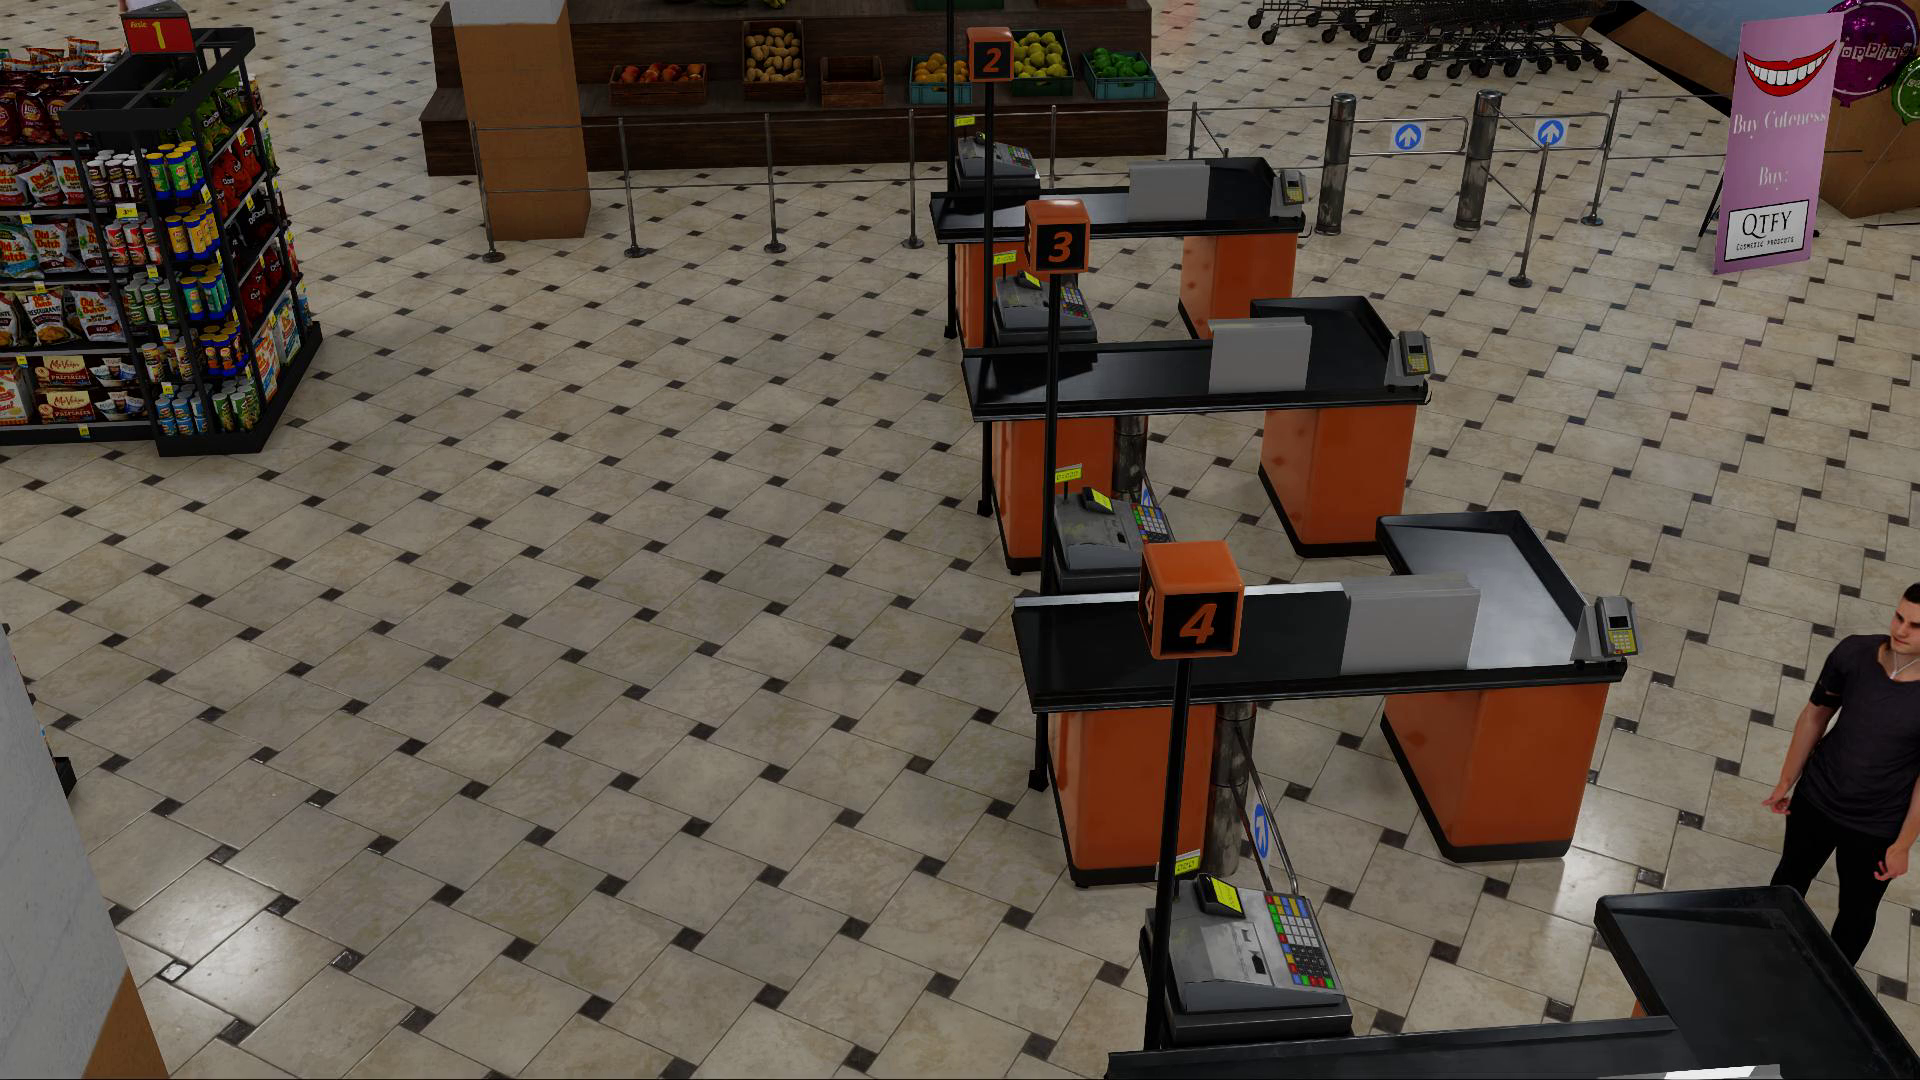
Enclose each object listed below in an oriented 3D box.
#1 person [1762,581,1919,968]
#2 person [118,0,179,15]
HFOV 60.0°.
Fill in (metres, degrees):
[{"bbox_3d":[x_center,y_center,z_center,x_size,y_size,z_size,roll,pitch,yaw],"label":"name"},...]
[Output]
[{"bbox_3d":[3.000,0.885,5.568,0.726,1.764,0.720,-21,38,-30],"label":"person"},{"bbox_3d":[-6.880,-4.612,14.271,0.928,1.904,0.991,24,39,33],"label":"person"}]
